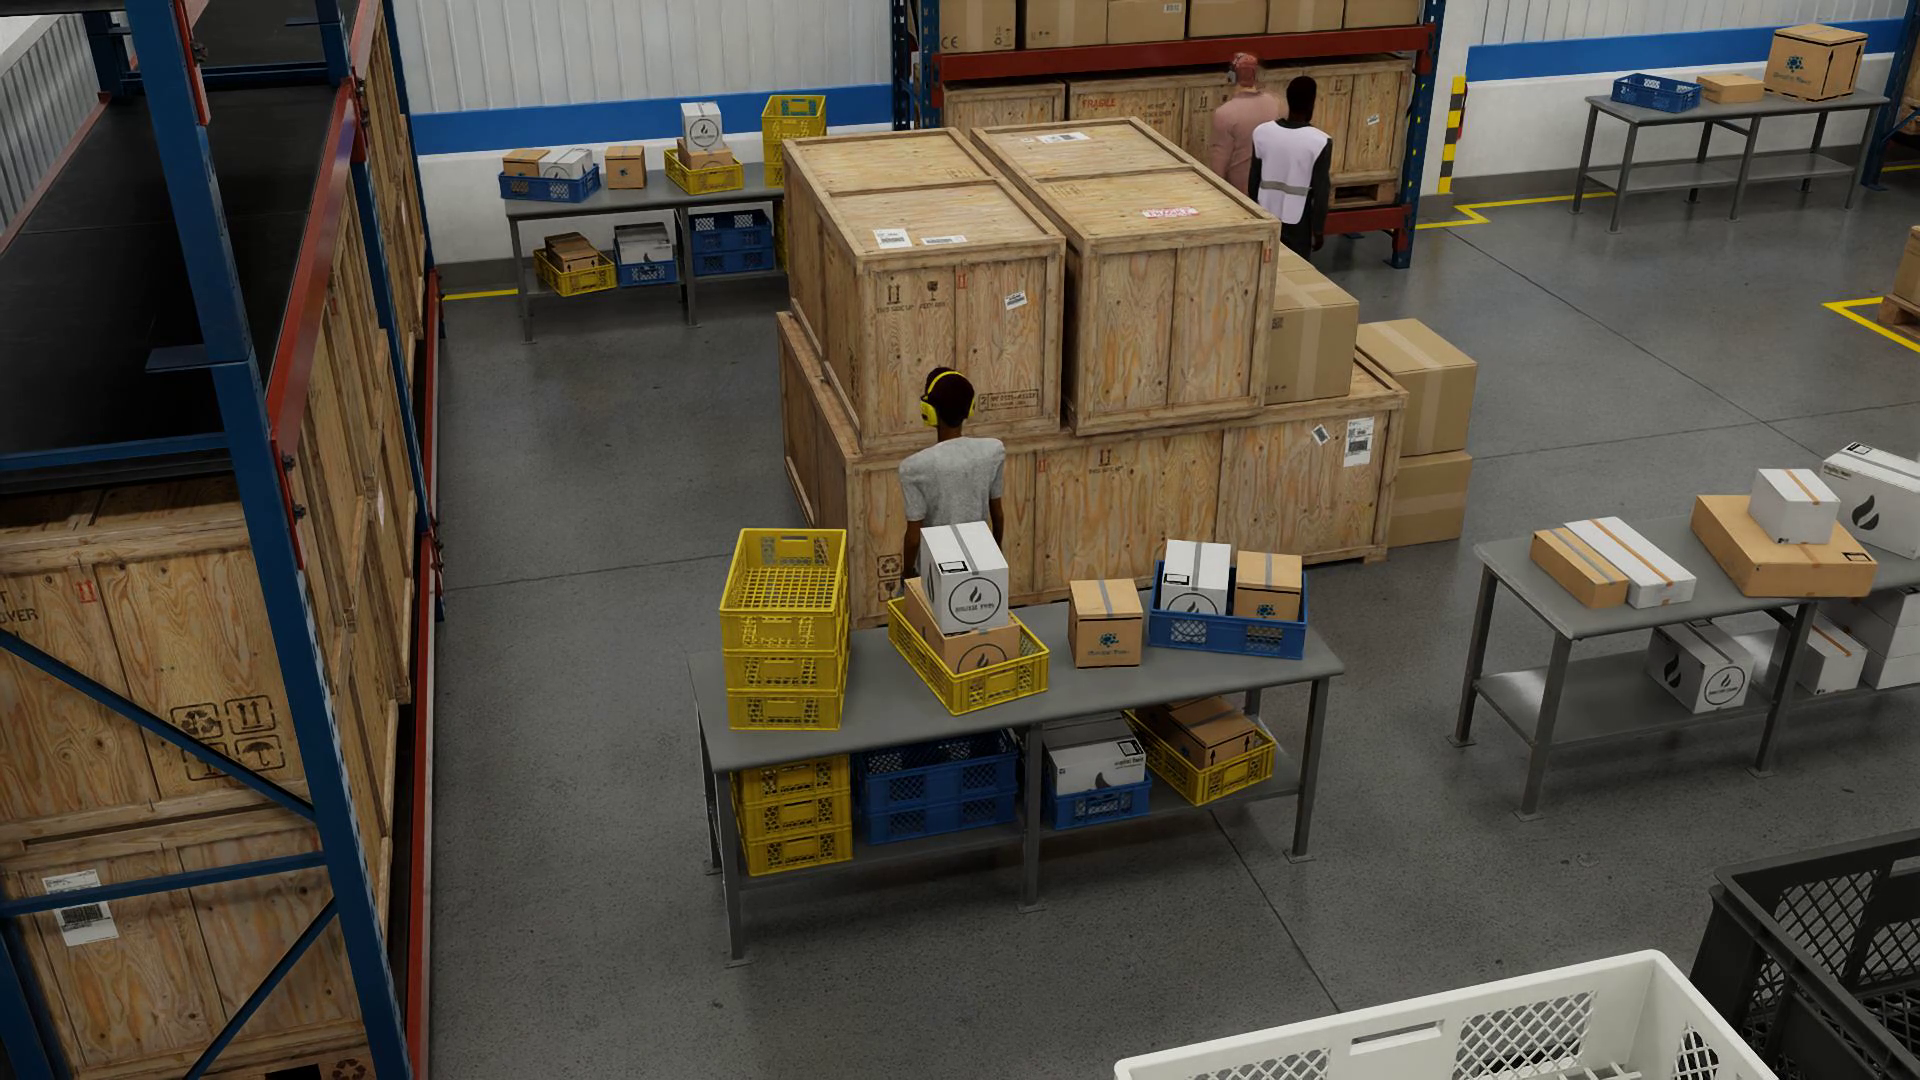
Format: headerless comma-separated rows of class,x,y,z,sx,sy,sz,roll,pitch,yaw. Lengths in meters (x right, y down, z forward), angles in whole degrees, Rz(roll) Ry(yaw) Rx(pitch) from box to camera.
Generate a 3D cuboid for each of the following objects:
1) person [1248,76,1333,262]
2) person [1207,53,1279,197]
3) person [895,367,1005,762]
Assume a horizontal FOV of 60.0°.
person,2.226,-2.196,11.380,0.590,1.919,0.395,21,35,34
person,1.976,-2.562,12.096,0.708,1.893,0.396,-23,36,-35
person,-0.048,0.131,7.209,0.531,1.867,0.316,-15,32,-26
